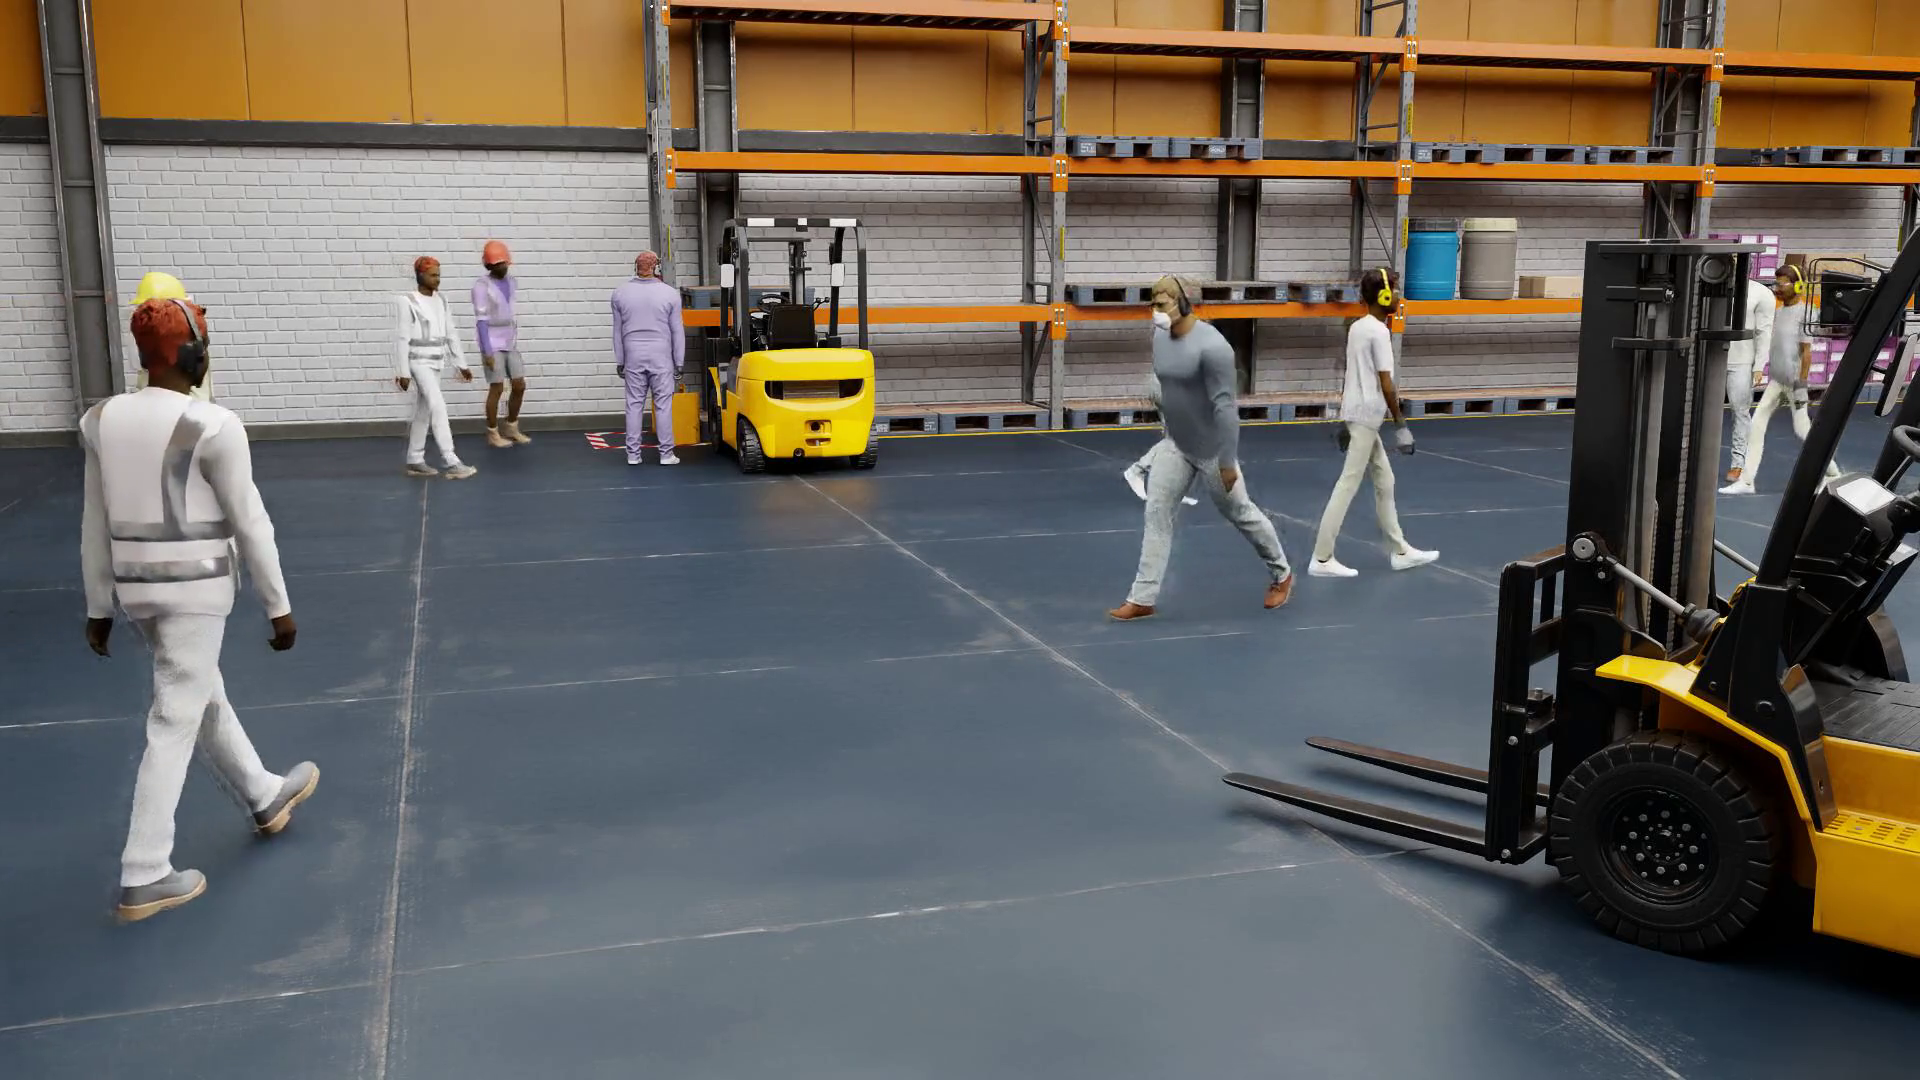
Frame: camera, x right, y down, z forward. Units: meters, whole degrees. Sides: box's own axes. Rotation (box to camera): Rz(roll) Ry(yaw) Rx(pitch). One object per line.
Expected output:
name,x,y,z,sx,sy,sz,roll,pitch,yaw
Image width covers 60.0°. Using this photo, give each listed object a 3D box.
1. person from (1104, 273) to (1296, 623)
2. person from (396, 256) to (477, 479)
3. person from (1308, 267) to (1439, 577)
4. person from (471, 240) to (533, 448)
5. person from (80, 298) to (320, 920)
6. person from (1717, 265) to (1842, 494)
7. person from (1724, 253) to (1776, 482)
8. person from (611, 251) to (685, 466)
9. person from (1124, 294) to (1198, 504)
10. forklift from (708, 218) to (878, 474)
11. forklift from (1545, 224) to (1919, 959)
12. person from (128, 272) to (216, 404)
person,1.342,-0.496,8.863,1.162,1.857,0.654,-6,12,-30
person,-4.364,-1.438,13.963,0.864,1.848,0.587,3,11,15
person,2.510,-0.684,9.860,0.924,1.835,0.499,0,10,-1
person,-4.372,-1.844,15.813,0.560,1.991,0.660,5,11,24
person,-2.360,0.170,5.209,0.605,1.829,0.979,4,11,22
person,6.536,-1.242,13.021,0.959,1.821,0.535,-2,10,-8
person,6.403,-1.457,13.842,0.372,1.940,0.630,-9,14,-41
person,-2.744,-1.600,14.741,0.643,1.903,0.402,1,10,3
person,1.548,-1.115,12.510,0.457,1.730,0.500,2,11,10
forklift,-1.522,-1.778,14.899,1.214,2.155,2.313,-3,11,-17
forklift,2.909,0.117,4.508,2.313,2.155,1.214,9,14,40
person,-4.297,-0.545,9.131,0.403,1.831,0.595,-8,13,-36
